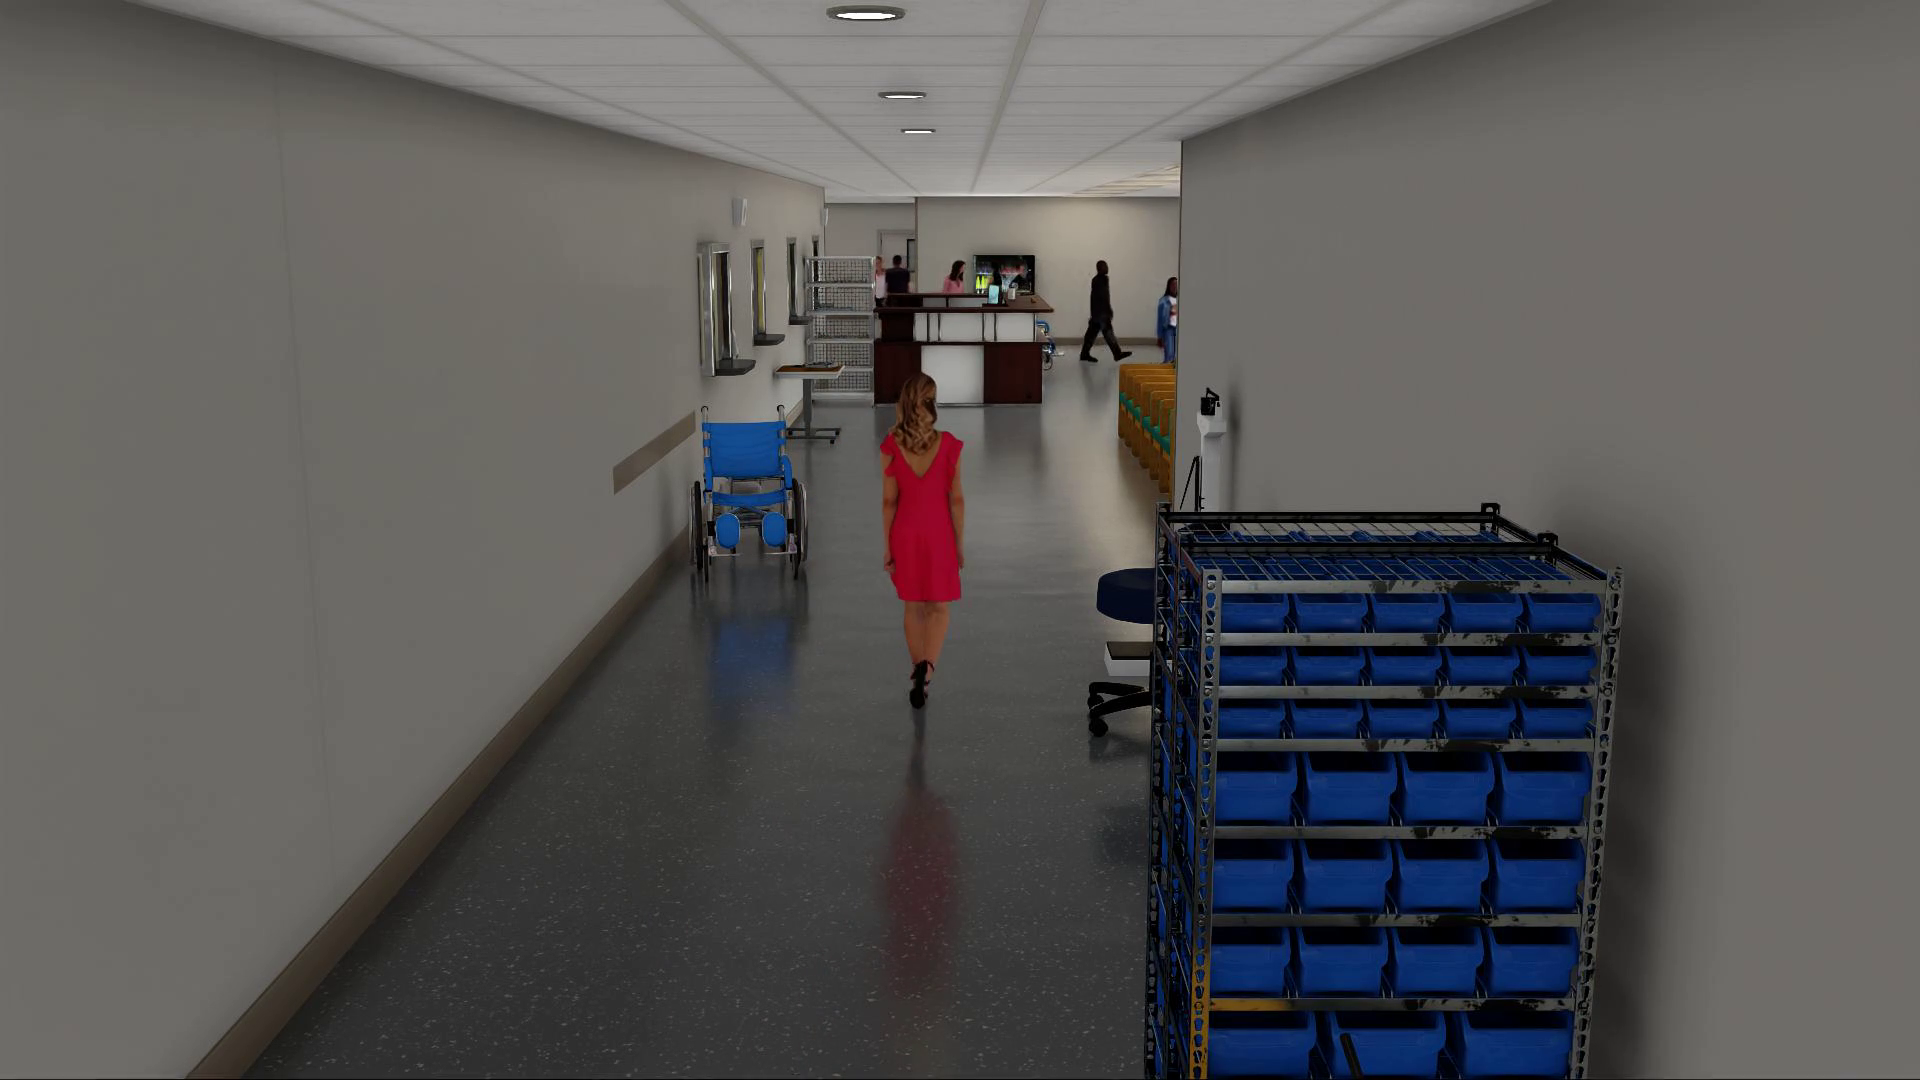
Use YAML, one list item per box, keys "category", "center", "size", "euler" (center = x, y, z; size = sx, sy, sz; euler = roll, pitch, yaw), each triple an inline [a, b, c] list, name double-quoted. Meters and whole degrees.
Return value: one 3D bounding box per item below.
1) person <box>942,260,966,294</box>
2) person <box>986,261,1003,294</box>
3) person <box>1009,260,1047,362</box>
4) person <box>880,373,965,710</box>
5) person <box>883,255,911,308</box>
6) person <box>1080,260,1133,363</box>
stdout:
- category: "person"
  center: [-0.186, -4.288, 30.920]
  size: [0.869, 1.763, 0.925]
  euler: [-8, 13, -36]
- category: "person"
  center: [0.635, -4.331, 31.191]
  size: [1.018, 1.746, 0.948]
  euler: [10, 14, 41]
- category: "person"
  center: [0.979, -3.965, 29.158]
  size: [1.193, 1.785, 0.849]
  euler: [2, 11, 11]
- category: "person"
  center: [-0.196, 0.047, 8.227]
  size: [0.917, 1.705, 0.690]
  euler: [1, 11, 5]
- category: "person"
  center: [-1.239, -4.748, 33.167]
  size: [0.746, 1.829, 0.901]
  euler: [-3, 11, -16]
- category: "person"
  center: [2.378, -4.034, 29.505]
  size: [1.133, 1.792, 0.707]
  euler: [0, 11, 0]
